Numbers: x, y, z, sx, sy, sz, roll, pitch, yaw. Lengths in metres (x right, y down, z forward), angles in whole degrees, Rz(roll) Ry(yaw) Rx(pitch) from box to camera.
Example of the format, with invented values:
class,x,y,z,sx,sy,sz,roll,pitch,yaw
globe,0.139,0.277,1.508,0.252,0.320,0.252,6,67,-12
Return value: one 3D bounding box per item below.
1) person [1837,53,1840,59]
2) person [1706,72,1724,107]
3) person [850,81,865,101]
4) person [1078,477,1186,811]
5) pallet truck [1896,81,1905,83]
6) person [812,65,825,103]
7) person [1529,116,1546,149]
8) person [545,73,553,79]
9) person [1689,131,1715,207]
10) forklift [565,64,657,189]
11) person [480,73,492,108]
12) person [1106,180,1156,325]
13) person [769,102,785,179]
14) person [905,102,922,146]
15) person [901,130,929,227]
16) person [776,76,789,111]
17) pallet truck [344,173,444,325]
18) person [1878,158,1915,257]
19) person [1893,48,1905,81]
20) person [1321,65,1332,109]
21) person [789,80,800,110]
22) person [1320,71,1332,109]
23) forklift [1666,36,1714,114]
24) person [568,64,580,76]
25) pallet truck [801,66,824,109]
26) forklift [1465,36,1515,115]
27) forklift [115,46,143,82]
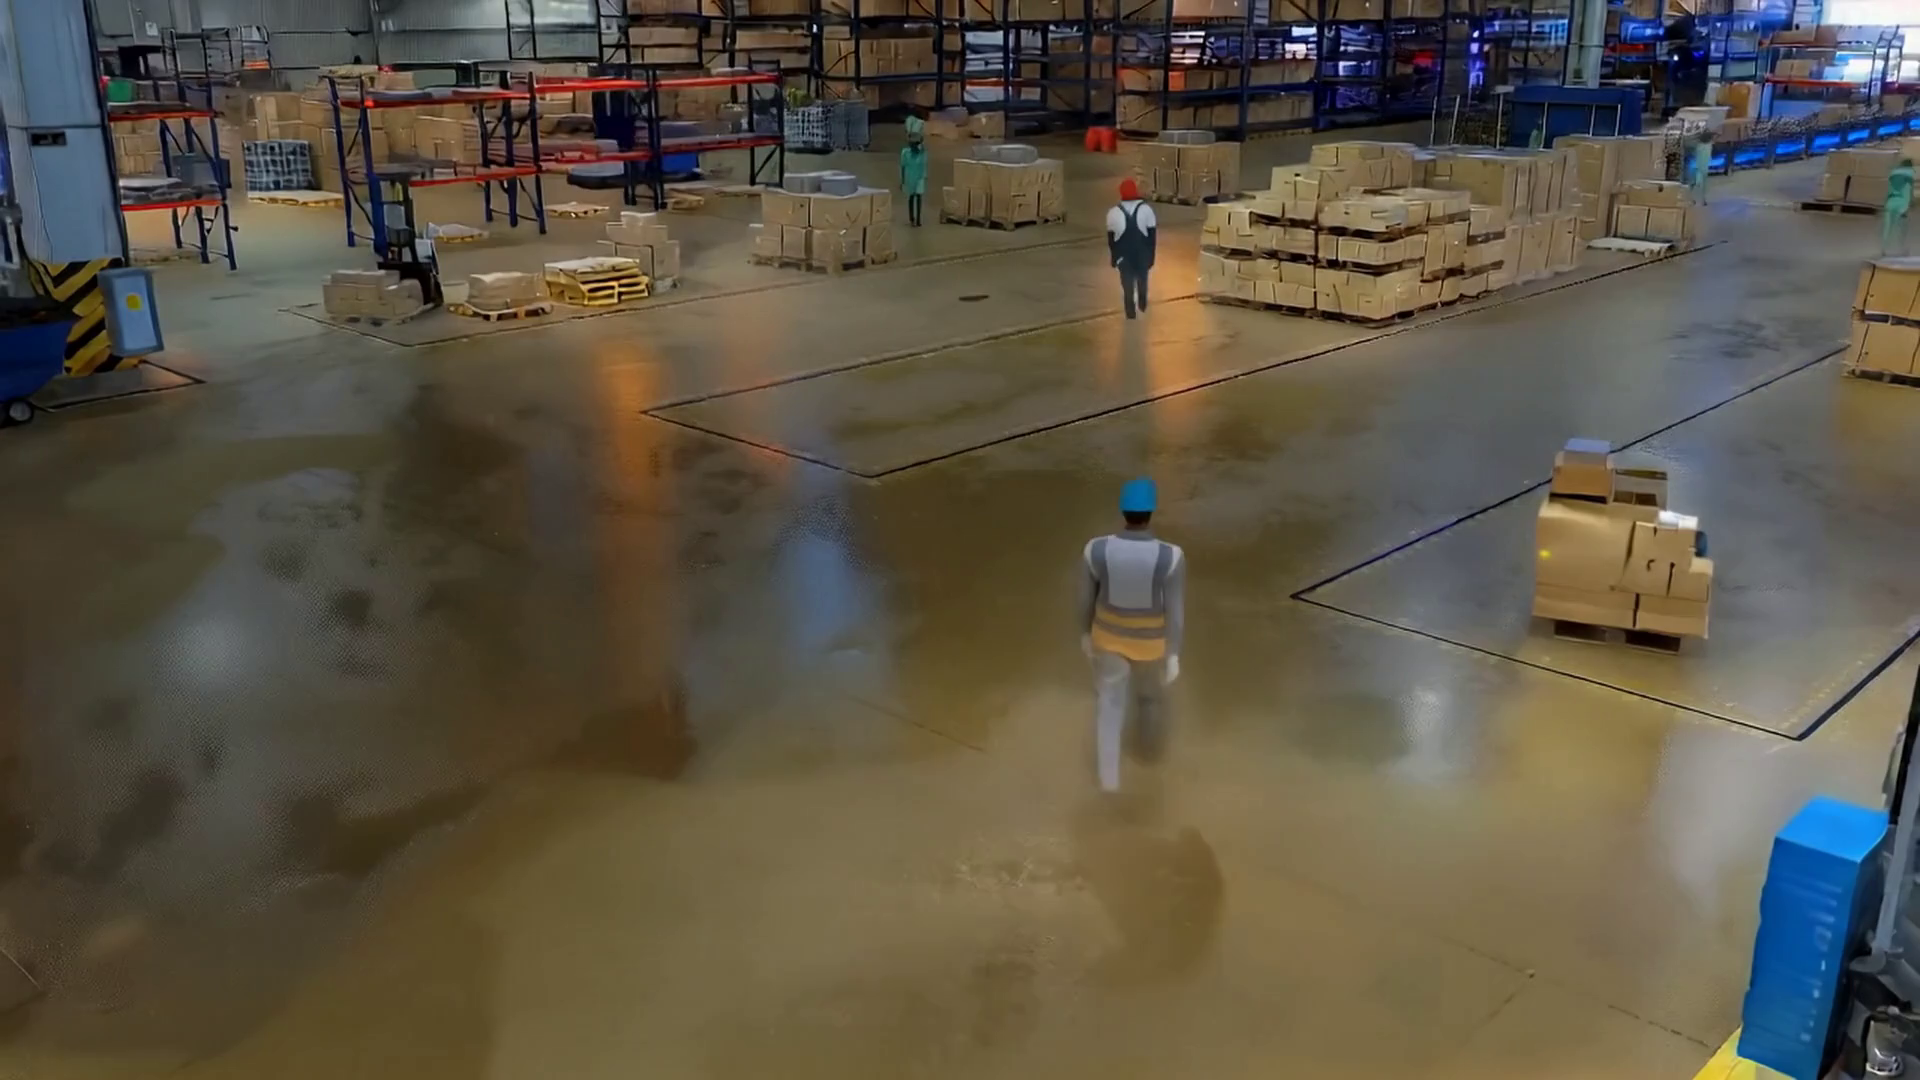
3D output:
class,x,y,z,sx,sy,sz,roll,pitch,yaw
person,41.248,-22.400,78.676,0.651,1.975,0.548,5,19,13
person,24.204,-13.999,53.357,0.636,1.981,1.065,-15,24,-39
person,-3.270,-13.854,53.371,0.537,1.695,0.320,11,21,30
person,0.991,0.555,9.652,0.633,1.893,0.991,5,19,14
pallet truck,34.802,-16.331,61.455,0.653,1.274,1.630,17,25,41
person,-5.135,-16.452,60.983,0.430,1.838,0.624,14,23,35
person,13.671,-9.214,39.486,0.311,1.636,0.521,5,19,15
person,-13.263,-14.105,53.757,1.047,1.948,0.628,9,20,25
person,16.132,-8.024,35.963,0.739,1.601,0.504,17,25,41
forklift,-8.339,-9.816,39.356,1.129,2.768,1.873,17,25,41
person,-15.893,-14.631,55.434,1.033,1.892,0.647,9,21,26
person,2.392,-4.083,23.394,0.692,2.000,0.845,0,18,1
person,-4.530,-9.910,41.231,0.329,1.865,0.514,-17,25,-41
person,-1.082,-9.390,39.501,0.373,1.966,0.607,-11,21,-30
person,-0.903,-7.217,33.075,0.560,1.895,0.786,-2,18,-5
person,-5.652,-13.763,52.792,0.688,1.898,0.593,12,22,32
pallet truck,-8.209,-4.181,23.757,0.823,1.965,1.885,3,19,9
person,16.460,-5.811,29.108,0.658,1.723,0.489,-9,20,-26
person,45.441,-22.863,80.425,0.341,1.749,0.572,4,19,11
person,13.839,-16.954,62.602,0.522,1.770,0.308,13,22,34
person,-5.508,-14.362,54.988,0.515,1.641,0.315,11,21,30
person,14.103,-17.173,63.439,0.901,1.636,0.541,8,20,23
forklift,27.341,-17.291,61.877,1.129,2.768,1.873,17,25,41
person,-13.881,-16.231,60.206,0.573,1.893,0.925,-17,25,-41
pallet truck,-4.812,-15.182,56.903,0.823,1.965,1.885,-9,21,-26
forklift,19.973,-17.201,61.605,1.873,2.768,1.129,16,24,40
forklift,-25.769,-13.963,51.850,1.129,2.768,1.873,17,25,41
